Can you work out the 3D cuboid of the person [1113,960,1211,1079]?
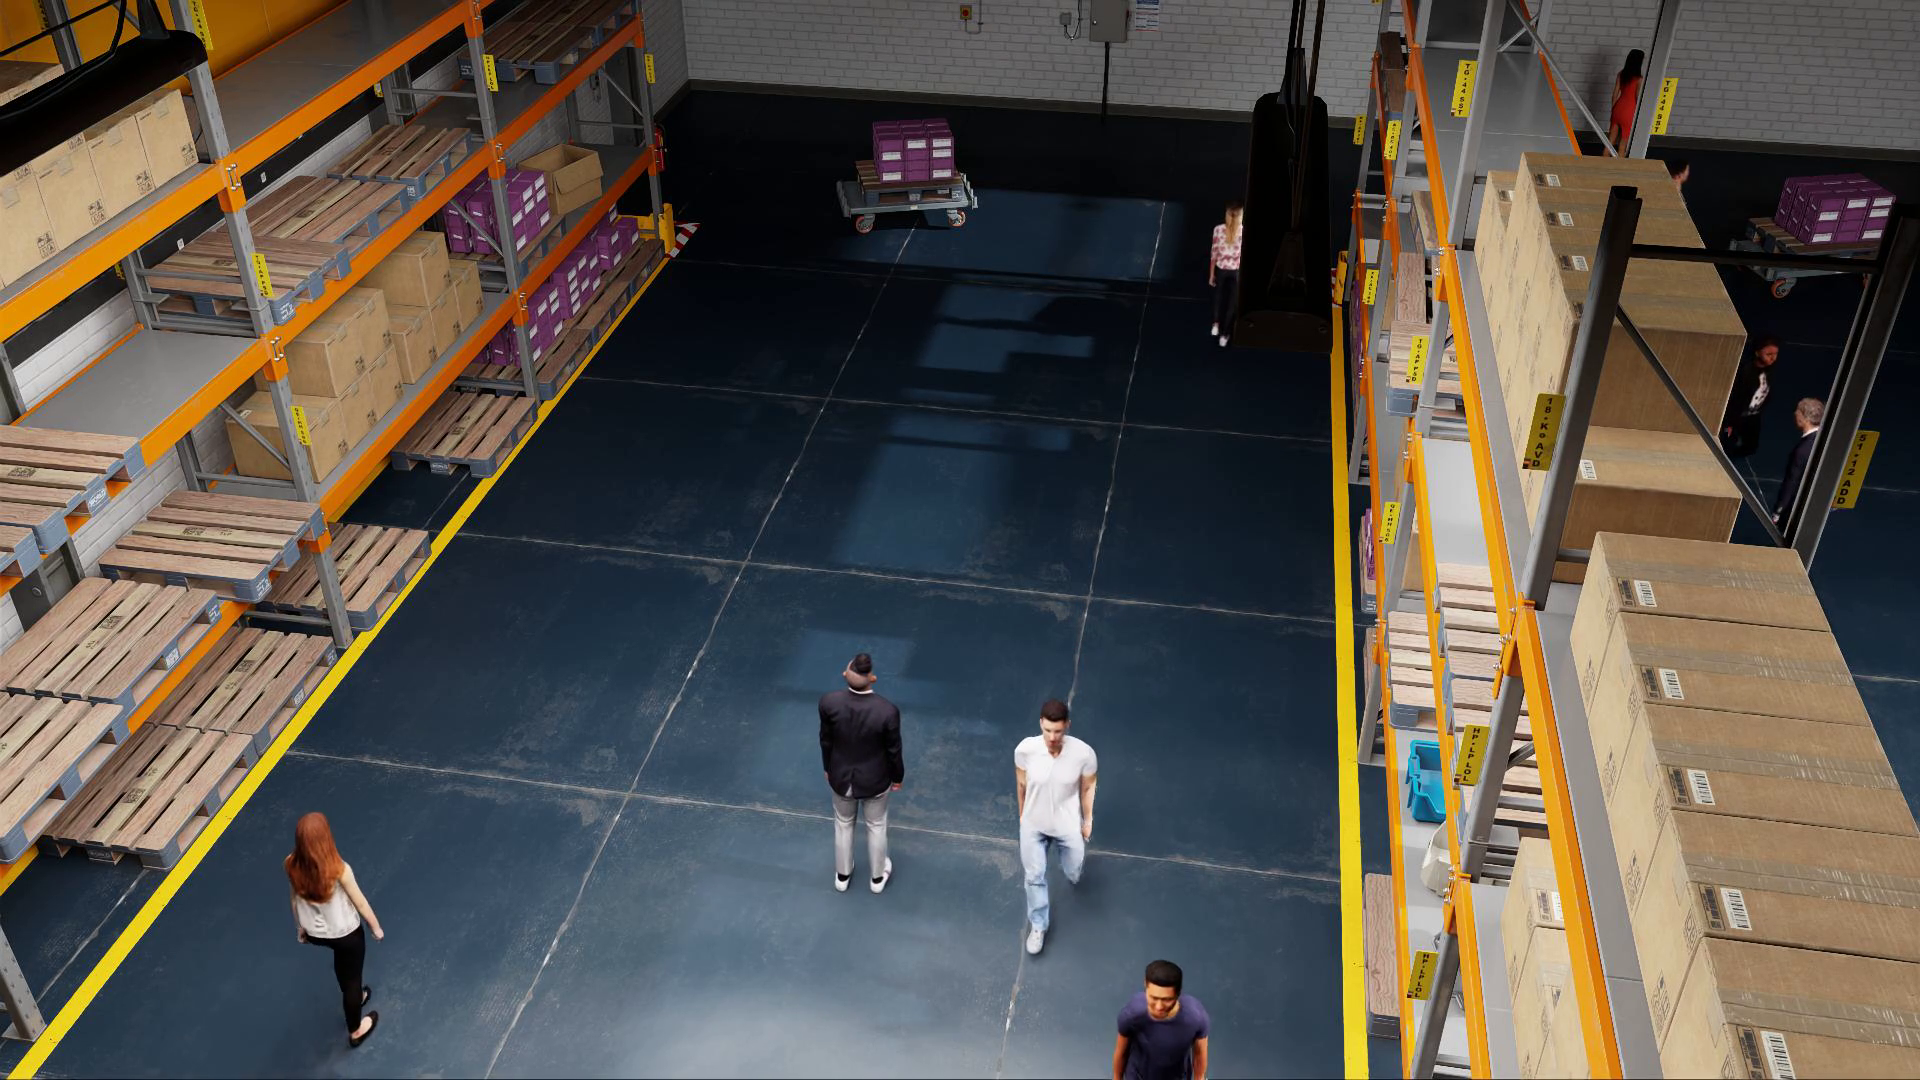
[{"bbox_3d":[1.074,2.819,8.891,0.657,1.779,0.721,4,34,7],"label":"person"}]

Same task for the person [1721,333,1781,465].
[{"bbox_3d":[6.997,-1.165,14.993,0.763,1.660,0.789,-9,35,-13],"label":"person"}]

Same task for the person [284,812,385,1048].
[{"bbox_3d":[-3.691,2.326,9.696,0.628,1.710,0.641,8,34,11],"label":"person"}]

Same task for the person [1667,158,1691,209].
[{"bbox_3d":[7.486,-3.180,17.873,0.788,1.827,1.106,3,34,5],"label":"person"}]

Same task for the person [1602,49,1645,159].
[{"bbox_3d":[8.543,-5.454,21.393,0.727,1.719,0.660,-19,38,-27],"label":"person"}]

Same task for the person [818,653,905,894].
[{"bbox_3d":[-0.643,1.490,10.738,0.691,1.950,0.567,5,34,7],"label":"person"}]

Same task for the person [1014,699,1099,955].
[{"bbox_3d":[0.609,1.713,10.503,0.688,1.838,1.038,7,34,11],"label":"person"}]

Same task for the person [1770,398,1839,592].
[{"bbox_3d":[6.986,-0.278,13.564,1.021,1.765,1.077,-19,38,-26],"label":"person"}]

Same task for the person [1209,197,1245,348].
[{"bbox_3d":[2.819,-2.780,17.462,0.634,1.617,0.666,13,36,19],"label":"person"}]
